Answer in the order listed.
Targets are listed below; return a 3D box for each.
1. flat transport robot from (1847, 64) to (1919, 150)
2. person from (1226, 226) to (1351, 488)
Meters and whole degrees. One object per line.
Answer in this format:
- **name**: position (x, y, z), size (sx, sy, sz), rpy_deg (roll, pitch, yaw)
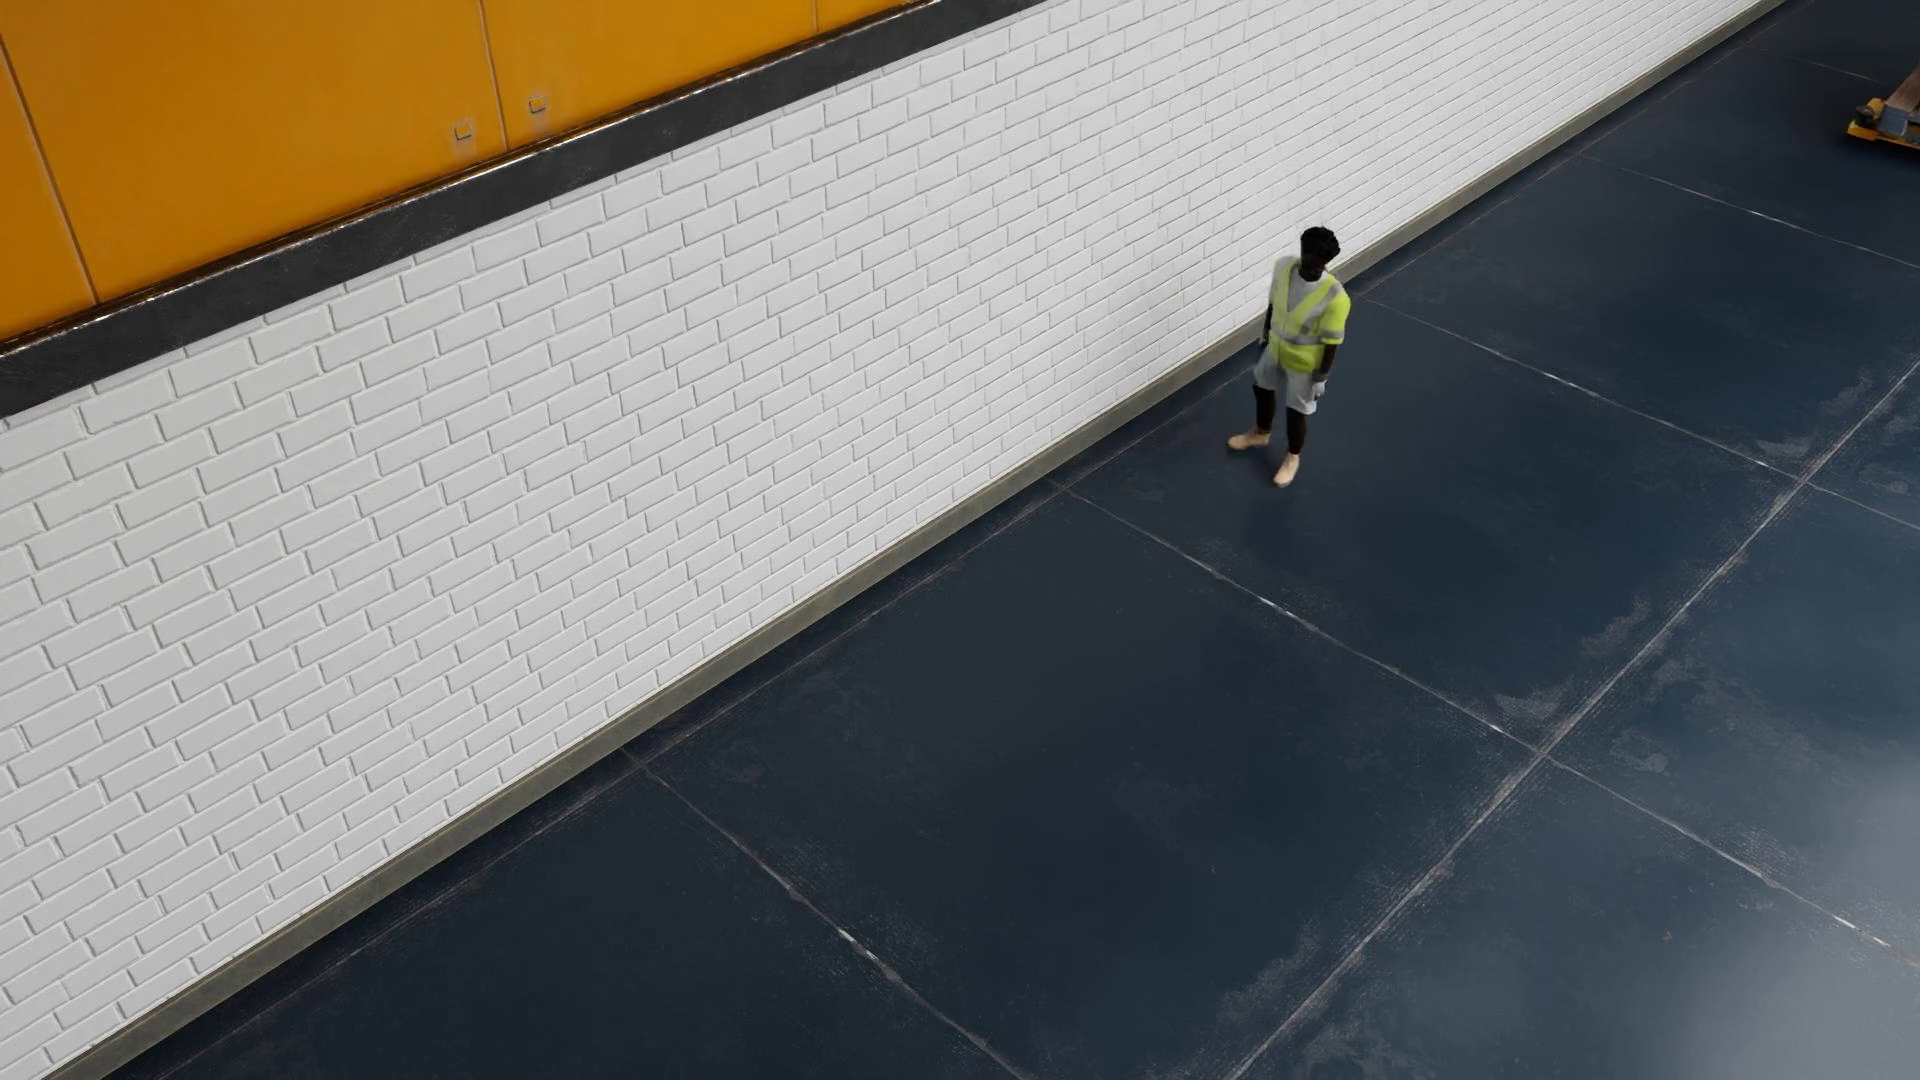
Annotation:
- **flat transport robot**: position (7.708, -3.130, 12.832), size (1.431, 0.231, 0.659), rpy_deg (27, 46, 29)
- **person**: position (1.815, -1.017, 9.069), size (0.340, 1.660, 0.643), rpy_deg (-22, 44, -25)
